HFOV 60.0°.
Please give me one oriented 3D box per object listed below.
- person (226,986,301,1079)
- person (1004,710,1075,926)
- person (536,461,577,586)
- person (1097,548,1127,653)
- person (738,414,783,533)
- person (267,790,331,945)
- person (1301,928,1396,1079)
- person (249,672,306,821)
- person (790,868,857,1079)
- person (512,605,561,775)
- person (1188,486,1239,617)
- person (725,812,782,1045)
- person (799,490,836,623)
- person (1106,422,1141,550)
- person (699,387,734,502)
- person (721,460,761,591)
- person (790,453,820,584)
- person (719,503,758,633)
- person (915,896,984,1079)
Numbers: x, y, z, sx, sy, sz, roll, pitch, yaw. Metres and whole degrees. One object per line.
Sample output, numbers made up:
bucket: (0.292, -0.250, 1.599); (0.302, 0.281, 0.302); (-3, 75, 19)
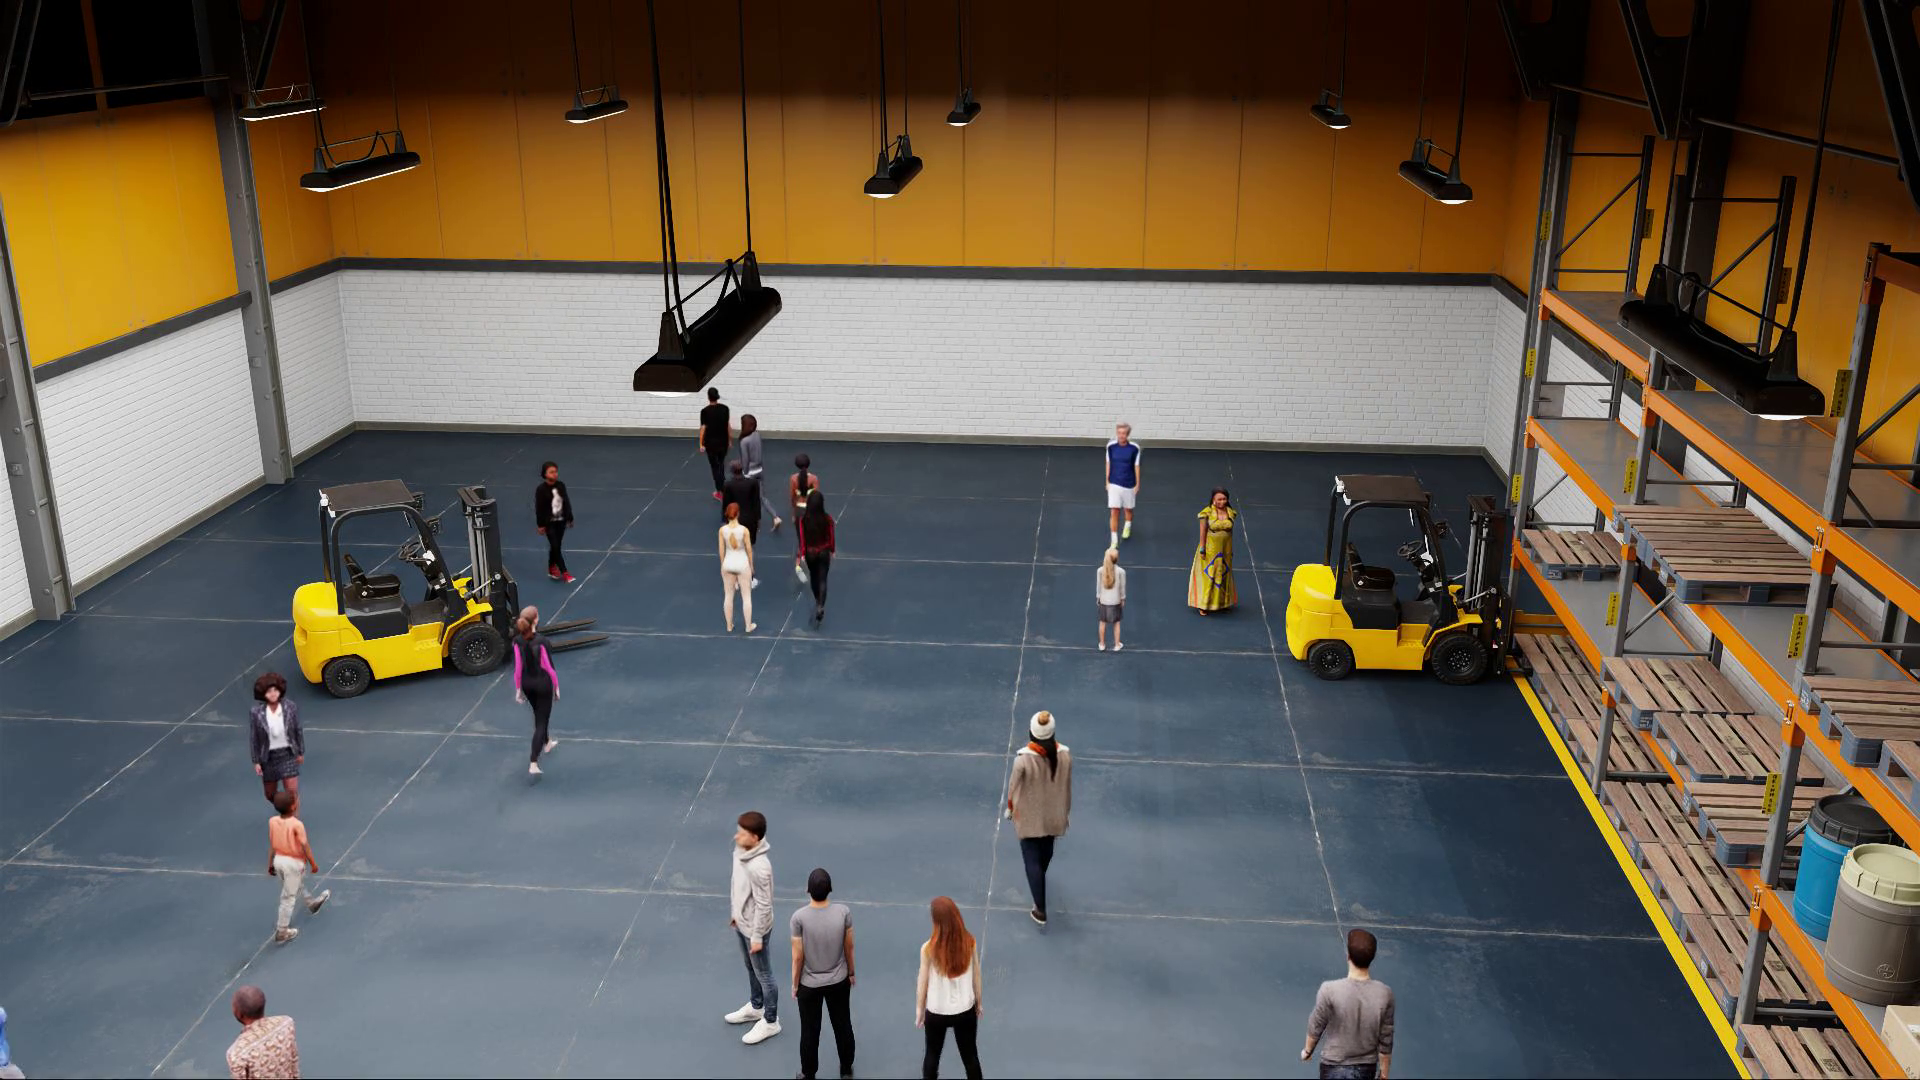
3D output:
person: (-4.288, 3.596, 10.361); (0.823, 1.801, 0.644); (7, 20, 20)
person: (0.683, 2.336, 14.027); (0.978, 1.850, 1.255); (-5, 19, -16)
person: (-5.414, -0.243, 22.006); (1.039, 1.646, 1.016); (18, 25, 42)
person: (1.791, 0.698, 19.790); (0.522, 1.275, 0.538); (3, 19, 10)
person: (-2.920, -0.940, 23.928); (1.036, 1.739, 1.099); (14, 23, 35)
person: (-5.600, 2.716, 13.779); (0.704, 1.288, 0.963); (8, 20, 21)
person: (2.513, 3.469, 10.670); (0.855, 1.845, 1.288); (-2, 19, -7)
person: (-6.279, 1.994, 15.307); (0.897, 1.681, 1.066); (-9, 21, -25)
person: (-0.976, 3.123, 11.840); (0.699, 1.755, 0.684); (-6, 20, -18)
person: (-4.259, 1.527, 16.646); (0.631, 1.711, 1.127); (4, 19, 11)
person: (3.216, 0.117, 20.913); (0.987, 1.660, 0.978); (-7, 20, -21)
person: (-1.535, 2.864, 12.452); (0.814, 1.854, 0.712); (-10, 21, -28)
person: (-1.758, 0.226, 20.652); (0.714, 1.621, 1.093); (-1, 19, -4)
person: (2.301, -0.793, 23.397); (0.739, 1.800, 1.195); (4, 19, 12)
person: (-3.689, -1.456, 25.443); (0.815, 1.750, 0.871); (-12, 22, -31)
person: (-2.861, -0.215, 21.749); (0.746, 1.756, 0.695); (-2, 19, -5)
person: (-2.057, -0.255, 21.916); (0.642, 1.726, 0.990); (4, 19, 13)
person: (-2.733, 0.331, 20.306); (0.548, 1.643, 0.456); (2, 19, 5)
person: (-0.075, 3.266, 11.485); (0.718, 1.710, 0.691); (-3, 19, -8)
